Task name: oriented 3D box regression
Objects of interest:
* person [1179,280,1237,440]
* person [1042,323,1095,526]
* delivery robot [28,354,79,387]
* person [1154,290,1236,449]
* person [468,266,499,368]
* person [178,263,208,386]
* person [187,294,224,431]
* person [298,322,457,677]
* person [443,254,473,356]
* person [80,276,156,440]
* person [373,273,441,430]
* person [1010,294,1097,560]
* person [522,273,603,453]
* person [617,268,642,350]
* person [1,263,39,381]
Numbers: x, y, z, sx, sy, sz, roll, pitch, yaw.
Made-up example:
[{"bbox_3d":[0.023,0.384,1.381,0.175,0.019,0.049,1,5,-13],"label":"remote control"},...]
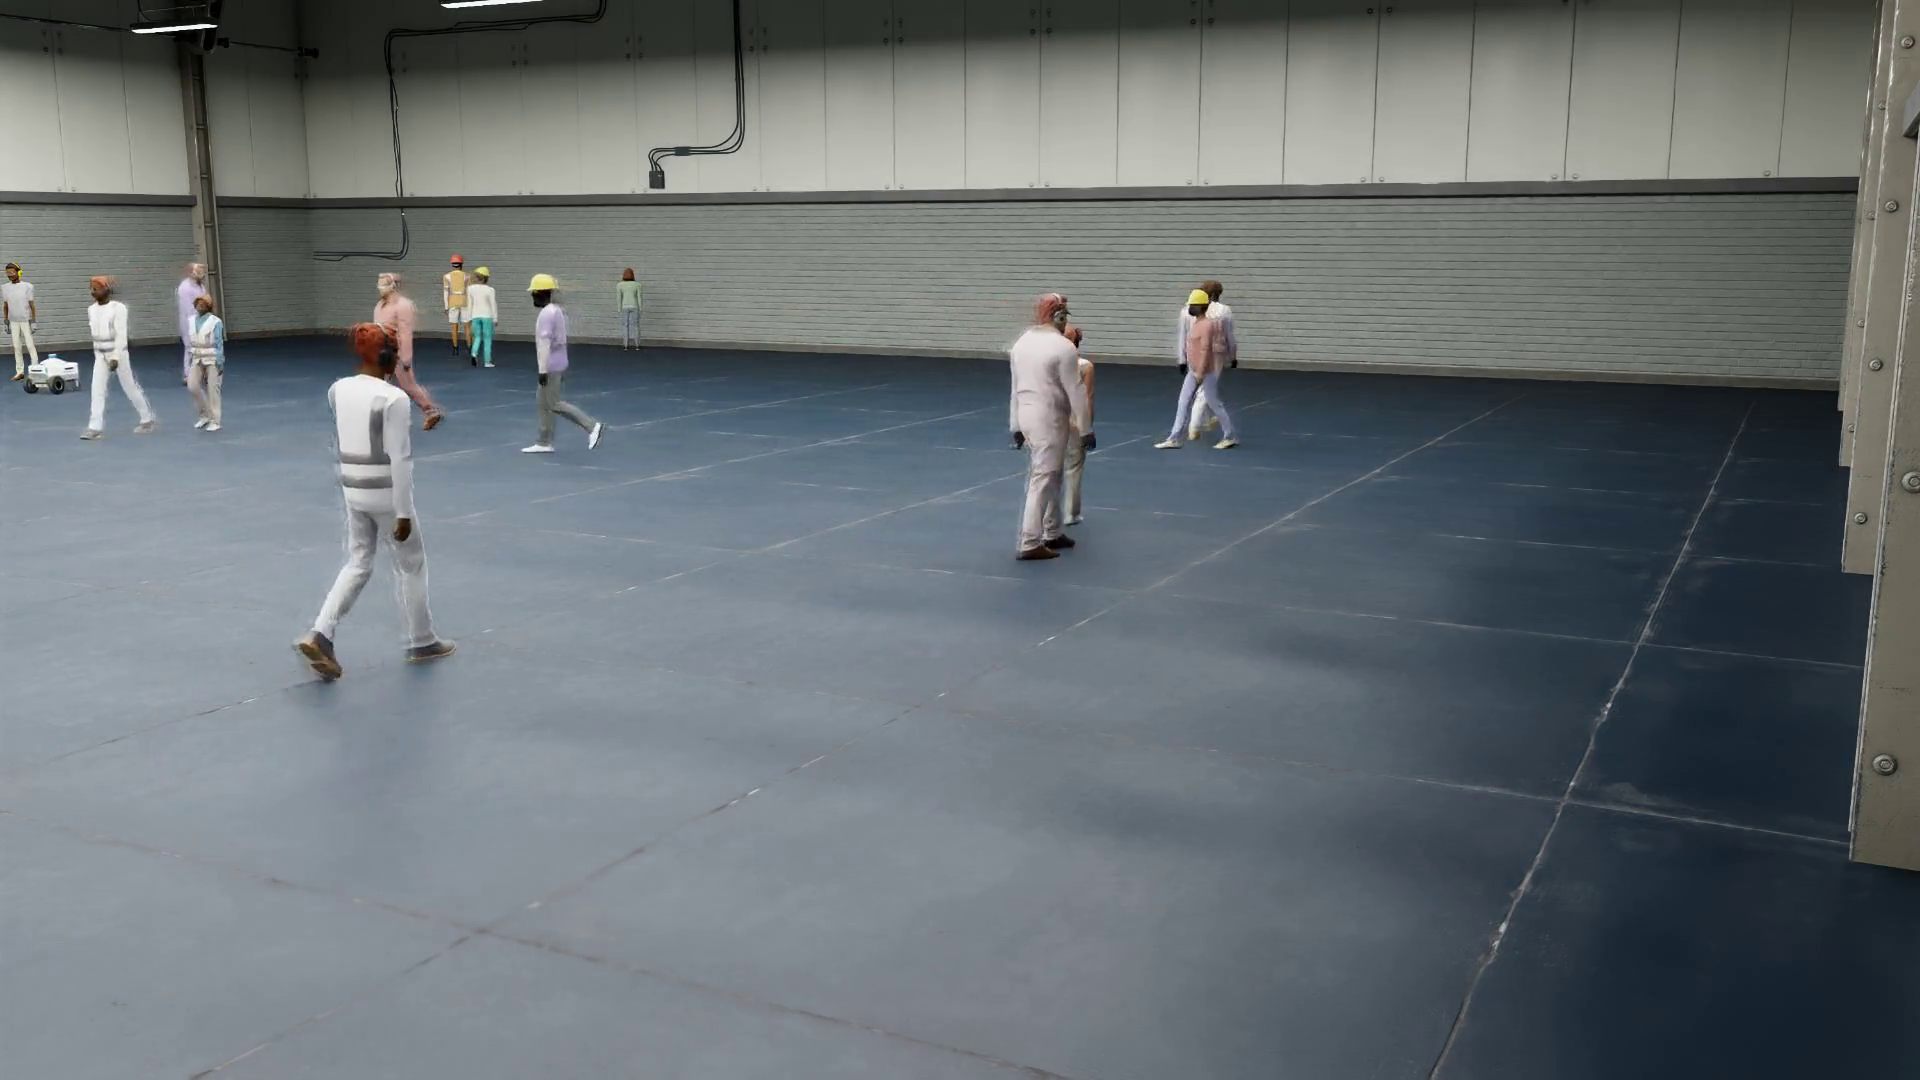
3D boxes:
[{"bbox_3d":[2.840,-2.049,18.923,0.626,1.780,0.980,8,13,38],"label":"person"},{"bbox_3d":[0.794,-0.886,13.016,0.525,1.617,0.633,4,11,23],"label":"person"},{"bbox_3d":[-13.263,-2.474,24.332,0.477,0.478,0.707,2,11,10],"label":"delivery robot"},{"bbox_3d":[2.581,-1.819,17.839,0.893,1.720,0.535,-2,11,-12],"label":"person"},{"bbox_3d":[-8.248,-3.843,28.753,0.551,1.753,0.393,3,11,14],"label":"person"},{"bbox_3d":[-11.672,-3.277,25.384,0.506,1.878,0.653,0,10,0],"label":"person"},{"bbox_3d":[-8.825,-2.070,19.495,0.538,1.611,0.368,3,11,16],"label":"person"},{"bbox_3d":[-3.092,-0.211,8.717,0.577,1.858,0.855,5,12,27],"label":"person"},{"bbox_3d":[-9.585,-4.495,31.840,0.550,1.933,0.373,-3,11,-14],"label":"person"},{"bbox_3d":[-9.656,-2.086,18.994,0.578,1.844,0.965,3,11,16],"label":"person"},{"bbox_3d":[-6.539,-2.179,19.388,0.650,1.875,0.924,8,13,37],"label":"person"},{"bbox_3d":[0.707,-0.804,11.886,0.774,1.881,0.669,-6,12,-29],"label":"person"},{"bbox_3d":[-4.221,-1.849,17.506,0.779,1.902,0.598,-2,11,-11],"label":"person"},{"bbox_3d":[-6.629,-4.633,33.416,0.498,1.634,0.278,-1,10,-7],"label":"person"},{"bbox_3d":[-14.894,-3.449,26.353,0.510,1.864,0.312,0,10,-1],"label":"person"}]
